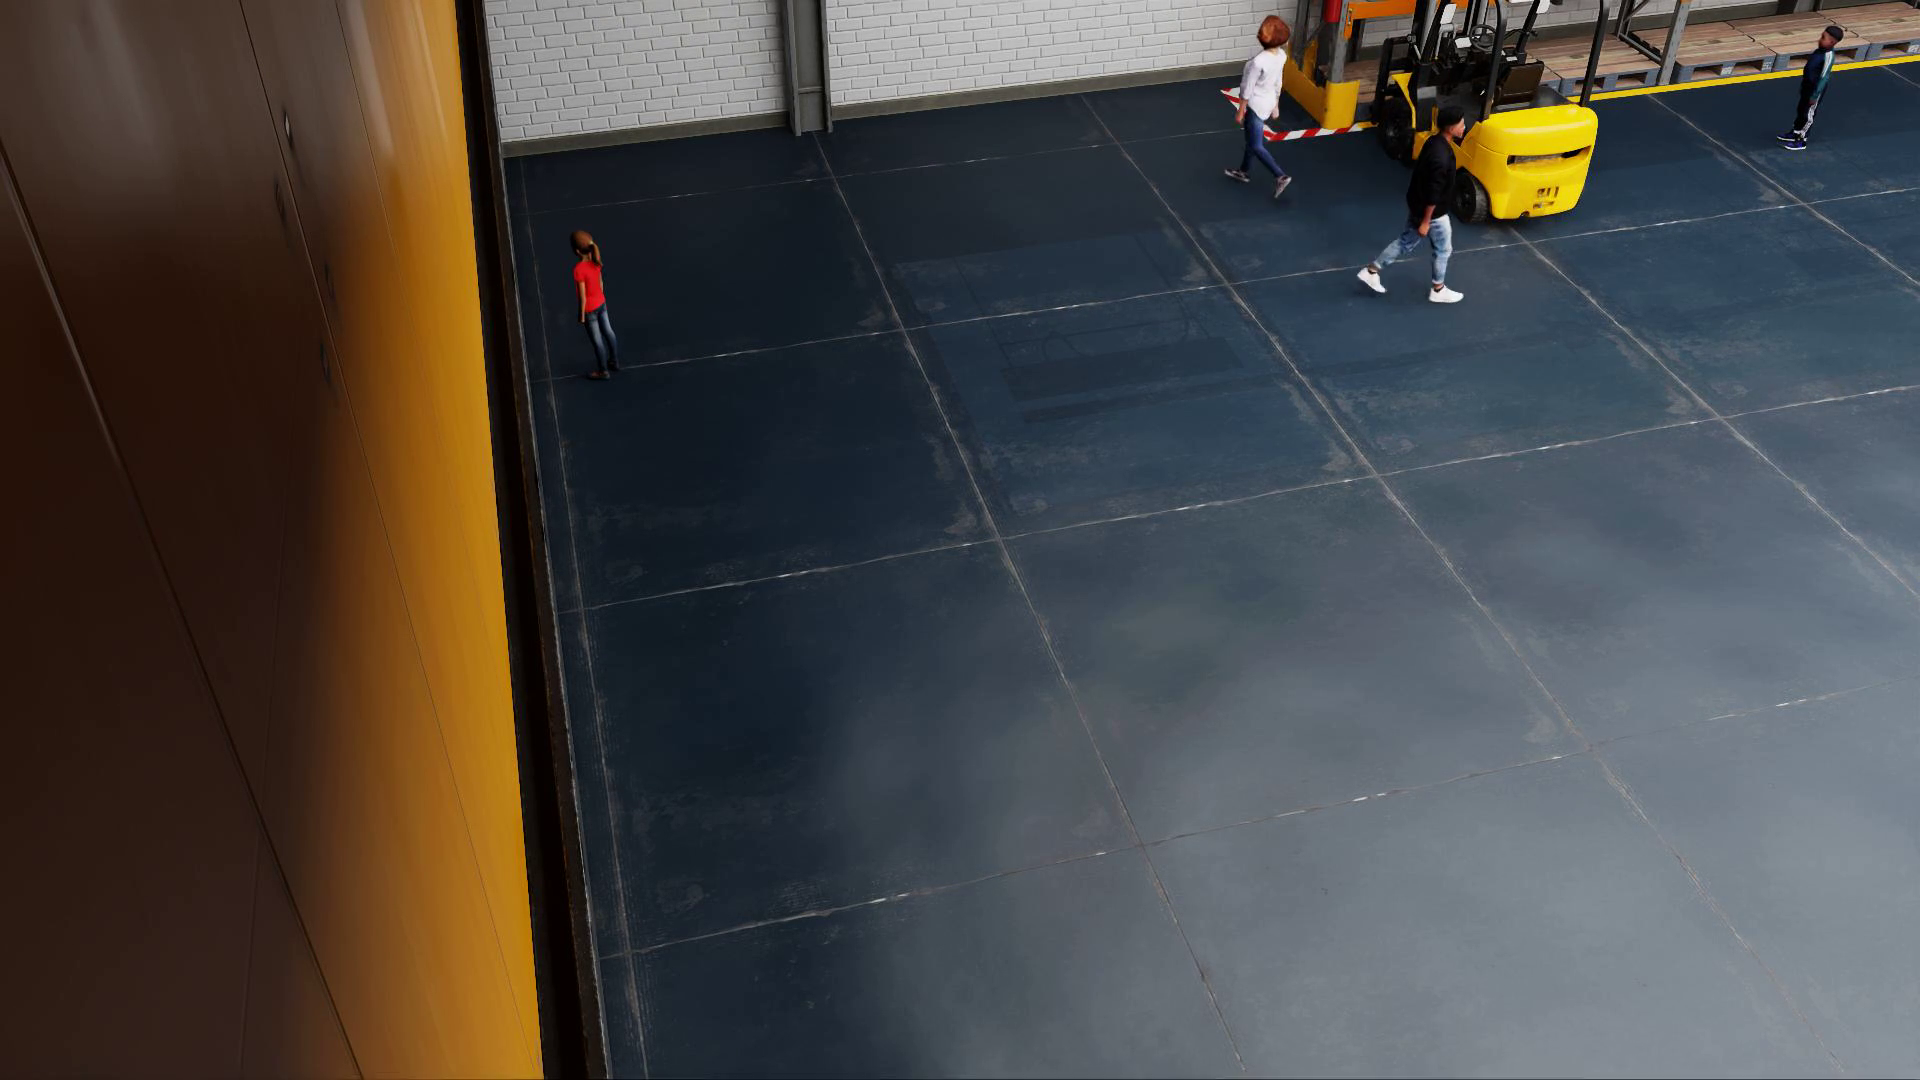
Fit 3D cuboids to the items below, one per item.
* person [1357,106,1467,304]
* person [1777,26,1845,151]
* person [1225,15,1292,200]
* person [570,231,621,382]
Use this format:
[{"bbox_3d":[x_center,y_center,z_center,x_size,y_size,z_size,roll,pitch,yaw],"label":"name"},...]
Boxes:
[{"bbox_3d":[3.904,-2.848,14.215,1.252,1.773,0.950,2,39,3],"label":"person"},{"bbox_3d":[8.626,-4.582,16.800,0.546,1.256,0.553,2,39,2],"label":"person"},{"bbox_3d":[2.935,-4.108,15.863,1.055,1.685,1.090,29,47,31],"label":"person"},{"bbox_3d":[-2.946,-1.892,13.389,0.617,1.309,0.569,15,41,18],"label":"person"}]
